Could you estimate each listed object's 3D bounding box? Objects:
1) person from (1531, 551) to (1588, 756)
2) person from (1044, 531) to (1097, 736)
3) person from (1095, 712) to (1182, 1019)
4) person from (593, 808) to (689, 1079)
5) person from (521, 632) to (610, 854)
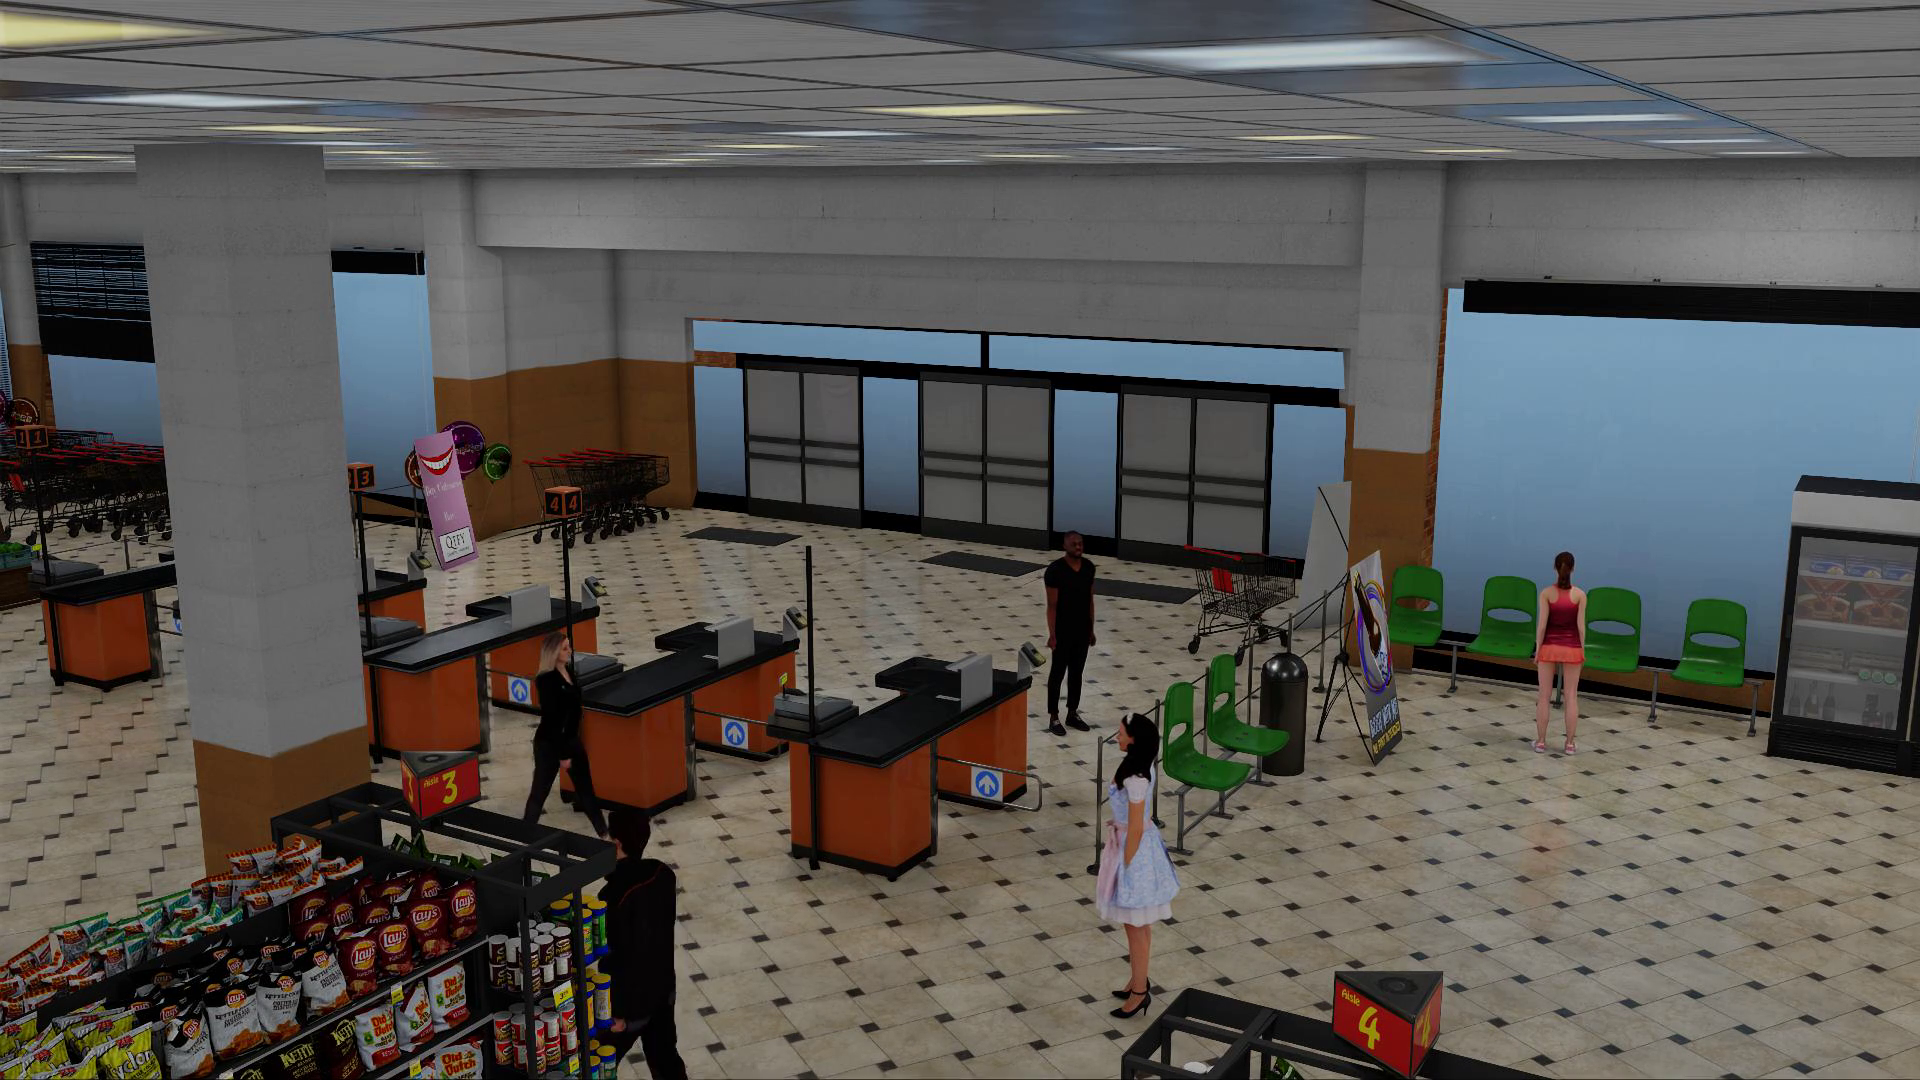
[{"bbox_3d":[5.103,0.955,14.160,0.622,1.754,0.619,4,12,16],"label":"person"},{"bbox_3d":[0.973,0.802,14.726,0.690,1.819,0.809,-6,13,-28],"label":"person"},{"bbox_3d":[1.008,1.875,9.636,0.865,1.818,0.781,2,12,10],"label":"person"},{"bbox_3d":[-1.488,2.208,8.058,0.829,1.816,0.817,6,13,25],"label":"person"},{"bbox_3d":[-2.972,1.488,11.885,0.931,1.647,1.087,2,12,9],"label":"person"}]
